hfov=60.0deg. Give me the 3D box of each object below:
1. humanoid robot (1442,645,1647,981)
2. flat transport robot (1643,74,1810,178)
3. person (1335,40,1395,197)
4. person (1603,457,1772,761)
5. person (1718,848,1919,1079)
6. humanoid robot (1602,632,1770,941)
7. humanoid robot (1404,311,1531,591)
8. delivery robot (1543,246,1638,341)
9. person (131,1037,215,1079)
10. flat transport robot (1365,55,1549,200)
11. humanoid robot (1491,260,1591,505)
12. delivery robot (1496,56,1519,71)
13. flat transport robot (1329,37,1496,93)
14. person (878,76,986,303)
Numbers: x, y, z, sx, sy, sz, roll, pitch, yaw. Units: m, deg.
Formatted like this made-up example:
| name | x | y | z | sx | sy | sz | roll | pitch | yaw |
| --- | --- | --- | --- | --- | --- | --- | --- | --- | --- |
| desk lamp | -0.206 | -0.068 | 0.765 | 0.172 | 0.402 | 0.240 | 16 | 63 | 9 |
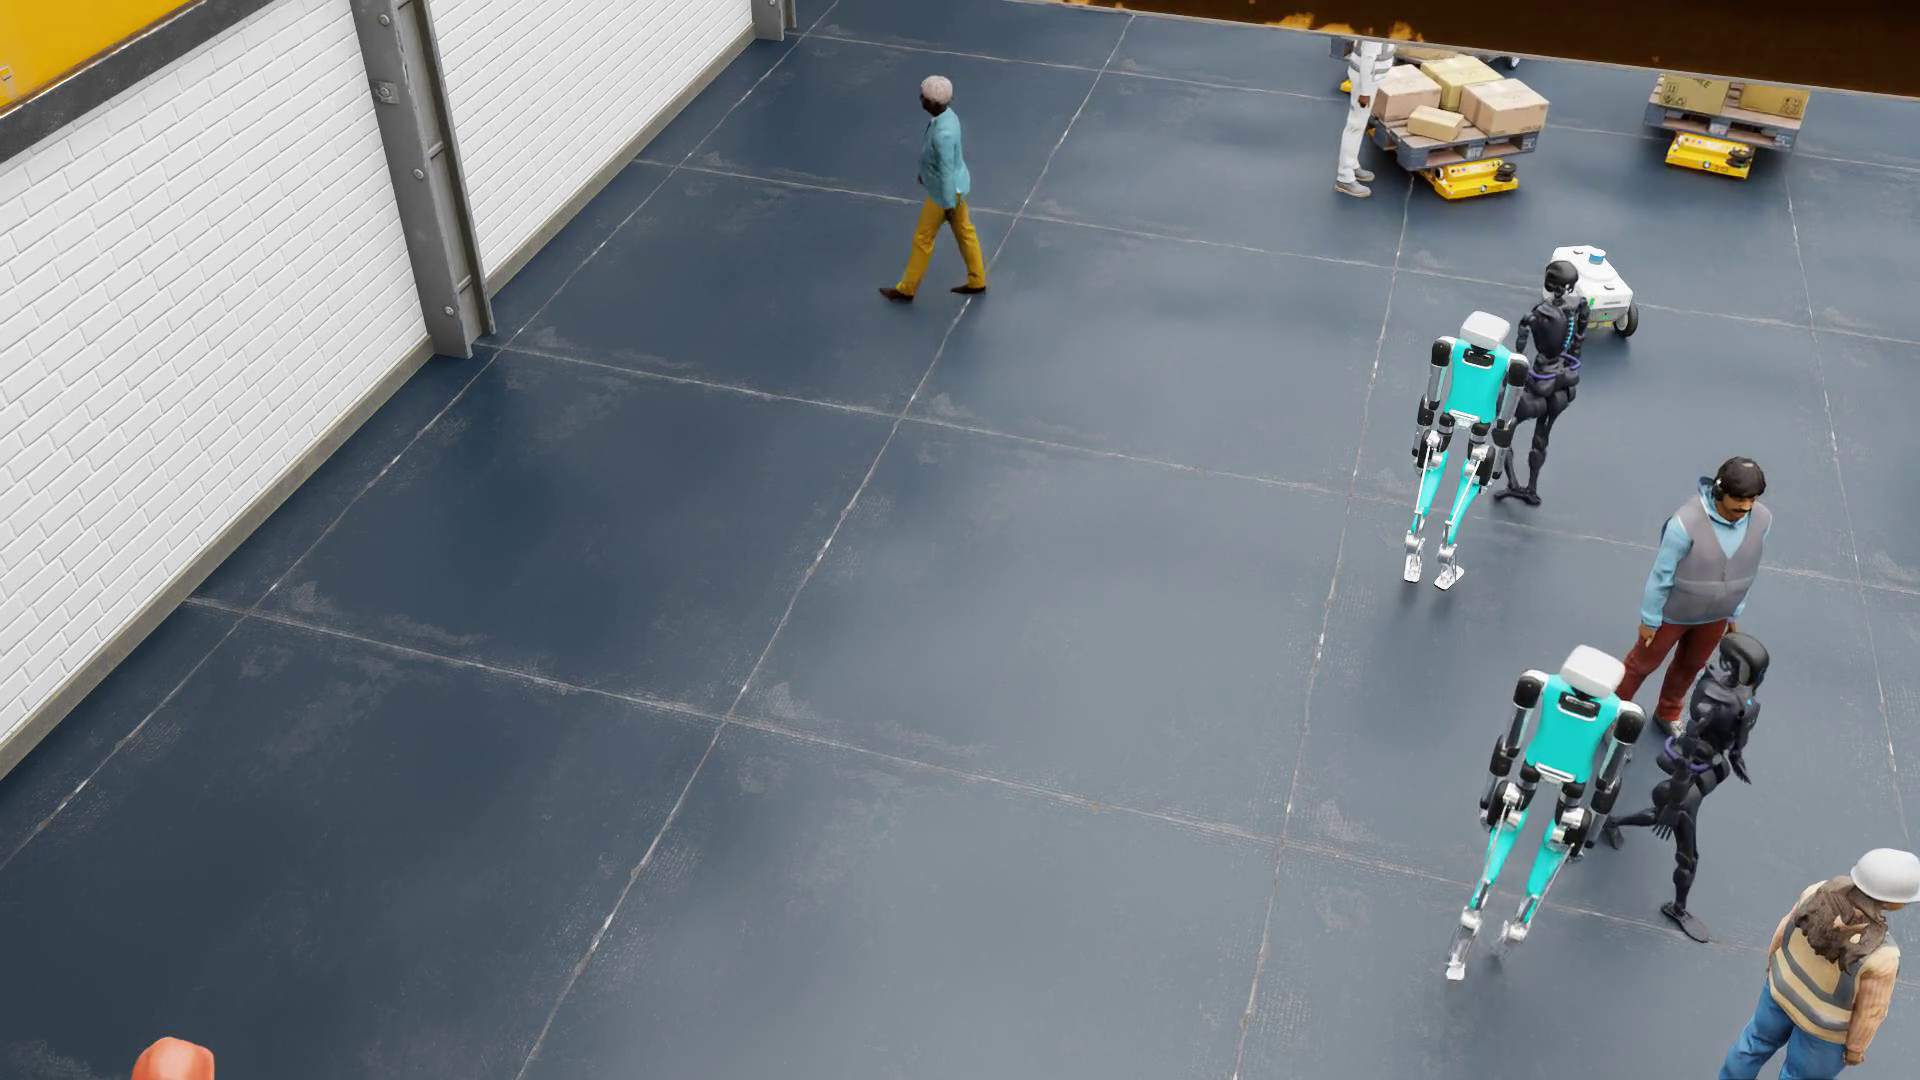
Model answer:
| name | x | y | z | sx | sy | sz | roll | pitch | yaw |
| --- | --- | --- | --- | --- | --- | --- | --- | --- | --- |
| humanoid robot | 2.472 | 1.338 | 7.212 | 0.544 | 1.809 | 0.782 | 18 | 42 | 21 |
| flat transport robot | 6.598 | -3.567 | 14.441 | 0.659 | 0.231 | 1.431 | 18 | 42 | 21 |
| person | 3.285 | -3.703 | 13.323 | 0.355 | 1.881 | 0.574 | 13 | 41 | 16 |
| person | 3.638 | 0.332 | 8.320 | 0.527 | 1.870 | 0.416 | -6 | 39 | -7 |
| person | 3.365 | 1.832 | 6.561 | 0.366 | 1.727 | 0.496 | -13 | 41 | -16 |
| humanoid robot | 3.369 | 1.046 | 7.631 | 0.591 | 1.648 | 0.770 | -27 | 46 | -29 |
| humanoid robot | 2.710 | -0.395 | 9.218 | 0.533 | 1.677 | 0.735 | 19 | 43 | 22 |
| delivery robot | 4.551 | -1.800 | 12.024 | 0.499 | 0.606 | 0.794 | -5 | 39 | -6 |
| person | -2.480 | 2.363 | 5.737 | 0.550 | 1.932 | 0.376 | -4 | 39 | -5 |
| flat transport robot | 4.072 | -3.323 | 14.138 | 0.659 | 0.231 | 1.431 | -11 | 40 | -14 |
| humanoid robot | 3.517 | -0.935 | 10.038 | 0.589 | 1.645 | 0.345 | -18 | 42 | -21 |
| delivery robot | 5.162 | -4.846 | 15.786 | 0.499 | 0.571 | 0.756 | 24 | 45 | 27 |
| flat transport robot | 4.195 | -4.386 | 15.460 | 0.659 | 0.231 | 1.431 | 29 | 47 | 31 |
| person | -0.202 | -2.509 | 11.968 | 0.861 | 1.720 | 0.535 | 5 | 39 | 6 |
